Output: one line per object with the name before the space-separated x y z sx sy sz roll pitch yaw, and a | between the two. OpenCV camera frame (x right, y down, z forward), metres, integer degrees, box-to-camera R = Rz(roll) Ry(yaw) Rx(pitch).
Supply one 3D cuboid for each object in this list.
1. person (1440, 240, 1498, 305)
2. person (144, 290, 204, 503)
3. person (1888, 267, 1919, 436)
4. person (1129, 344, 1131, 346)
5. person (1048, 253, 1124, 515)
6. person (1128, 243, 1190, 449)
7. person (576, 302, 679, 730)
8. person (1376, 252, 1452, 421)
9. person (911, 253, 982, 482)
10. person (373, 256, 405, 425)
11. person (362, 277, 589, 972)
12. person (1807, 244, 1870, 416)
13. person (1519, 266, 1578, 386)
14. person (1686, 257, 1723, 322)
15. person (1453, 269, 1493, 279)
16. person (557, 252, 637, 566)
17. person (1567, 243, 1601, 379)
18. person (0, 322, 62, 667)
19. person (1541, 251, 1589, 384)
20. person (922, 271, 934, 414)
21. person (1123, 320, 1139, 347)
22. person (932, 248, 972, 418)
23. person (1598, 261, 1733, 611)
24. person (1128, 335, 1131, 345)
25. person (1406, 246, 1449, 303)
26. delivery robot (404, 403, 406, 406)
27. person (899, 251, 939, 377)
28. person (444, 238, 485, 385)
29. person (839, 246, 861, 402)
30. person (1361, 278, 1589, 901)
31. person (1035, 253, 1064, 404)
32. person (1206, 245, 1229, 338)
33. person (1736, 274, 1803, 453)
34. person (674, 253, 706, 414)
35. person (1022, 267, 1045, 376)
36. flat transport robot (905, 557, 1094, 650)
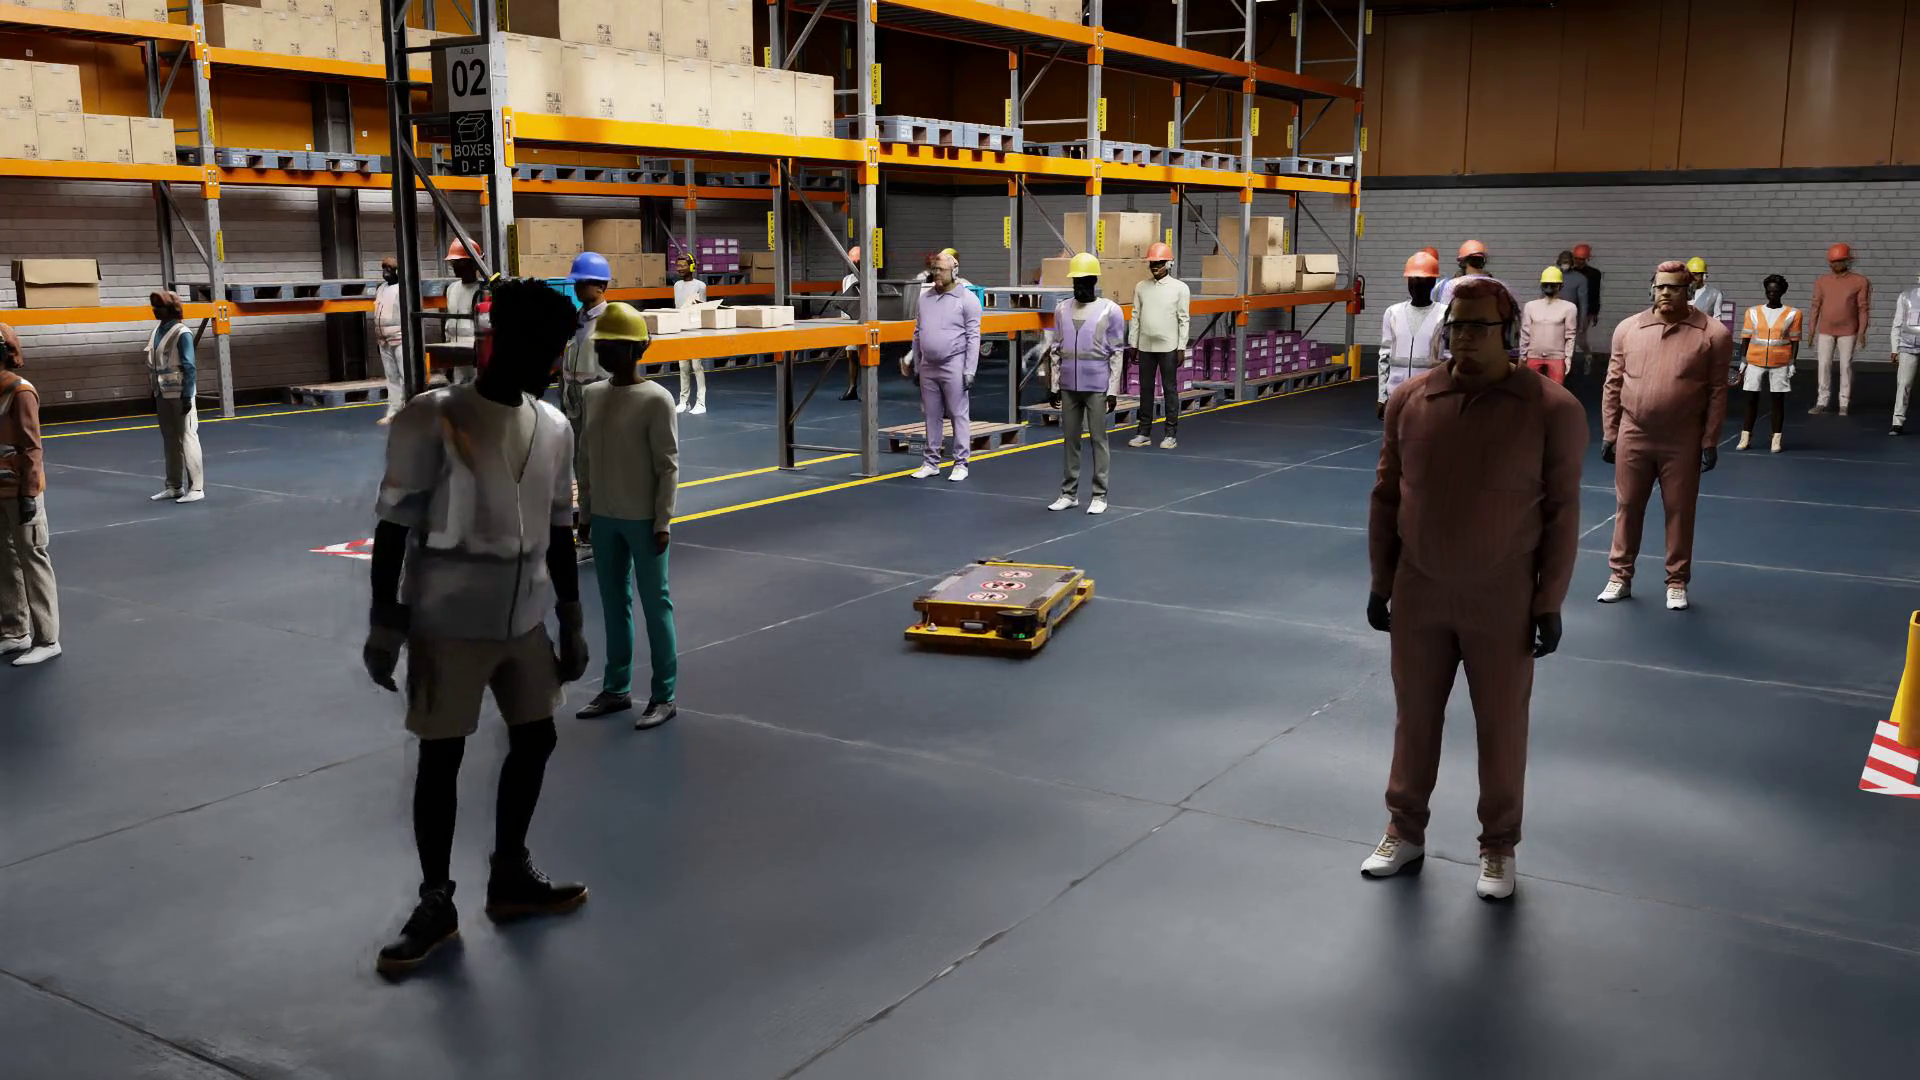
person | 4.832 -1.877 16.098 0.610 2.010 0.895 -4 11 -21
person | -6.088 -1.109 12.877 0.514 1.645 0.308 6 12 31
person | 9.909 -1.970 17.121 0.590 1.833 0.404 6 12 31
person | 3.348 -4.412 30.634 0.626 1.844 0.429 6 12 31
person | 0.922 -1.154 12.340 0.587 1.927 0.367 6 12 31
person | 1.932 -1.887 16.215 0.612 1.995 0.379 6 12 31
person | -1.393 -0.100 6.937 0.525 1.772 0.305 6 12 31
person | 3.131 -0.999 11.443 0.545 1.942 0.350 6 12 31
person | -0.140 -1.452 14.035 0.642 1.913 0.409 6 12 31
person | -6.144 -2.156 18.126 0.626 1.846 0.429 6 12 31
person | -1.385 0.231 4.706 0.370 1.928 0.750 8 13 38
person | 10.140 -2.406 19.219 0.502 1.977 0.652 -10 14 -44
person | 5.688 -1.760 16.134 0.525 1.772 0.305 6 12 31
person | 8.118 -2.214 18.477 0.590 1.833 0.404 6 12 31
person | 7.691 -3.407 25.089 0.636 1.839 0.431 6 12 32
person | -2.233 -0.783 10.218 0.605 1.951 0.380 6 12 31
person | 8.946 -3.297 24.085 0.563 1.971 0.691 -9 13 -40
person | -4.555 -0.221 7.966 0.514 1.641 0.308 6 12 31
person | 8.368 -3.063 23.067 0.642 1.882 1.061 4 11 22
person | -0.246 -2.338 19.621 0.539 1.660 0.810 6 12 32
person | 2.396 -3.171 23.486 0.631 1.940 0.372 6 12 31
person | -0.117 -2.304 18.706 0.587 1.930 0.360 6 12 31
person | 3.862 -0.572 9.174 0.642 1.909 0.409 6 12 31
person | 2.869 -3.787 27.138 0.598 1.859 0.598 1 10 7
person | 5.915 -2.748 21.132 0.545 1.942 0.350 6 12 31
delivery robot | -5.143 -1.247 16.396 0.707 0.478 0.477 6 12 32
person | -0.494 -3.215 23.942 0.681 1.867 0.600 6 12 28
person | -4.112 -1.508 13.978 0.607 2.044 0.375 6 12 31
person | -1.280 -2.707 20.907 0.545 1.942 0.350 6 12 31
person | 1.566 0.151 5.165 0.642 1.909 0.409 6 12 31
person | 1.210 -2.637 20.701 0.641 1.886 0.421 -3 11 -18
person | 4.485 -4.152 28.919 0.631 1.940 0.372 6 12 31
person | 7.736 -1.683 15.914 0.535 1.697 0.318 6 12 31
person | -3.178 -2.406 19.435 0.513 1.872 0.328 6 12 31
person | 1.131 -3.231 24.684 0.552 1.621 0.499 -4 11 -22
flat transport robot | 0.241 0.316 8.784 0.652 0.197 1.431 3 11 17
